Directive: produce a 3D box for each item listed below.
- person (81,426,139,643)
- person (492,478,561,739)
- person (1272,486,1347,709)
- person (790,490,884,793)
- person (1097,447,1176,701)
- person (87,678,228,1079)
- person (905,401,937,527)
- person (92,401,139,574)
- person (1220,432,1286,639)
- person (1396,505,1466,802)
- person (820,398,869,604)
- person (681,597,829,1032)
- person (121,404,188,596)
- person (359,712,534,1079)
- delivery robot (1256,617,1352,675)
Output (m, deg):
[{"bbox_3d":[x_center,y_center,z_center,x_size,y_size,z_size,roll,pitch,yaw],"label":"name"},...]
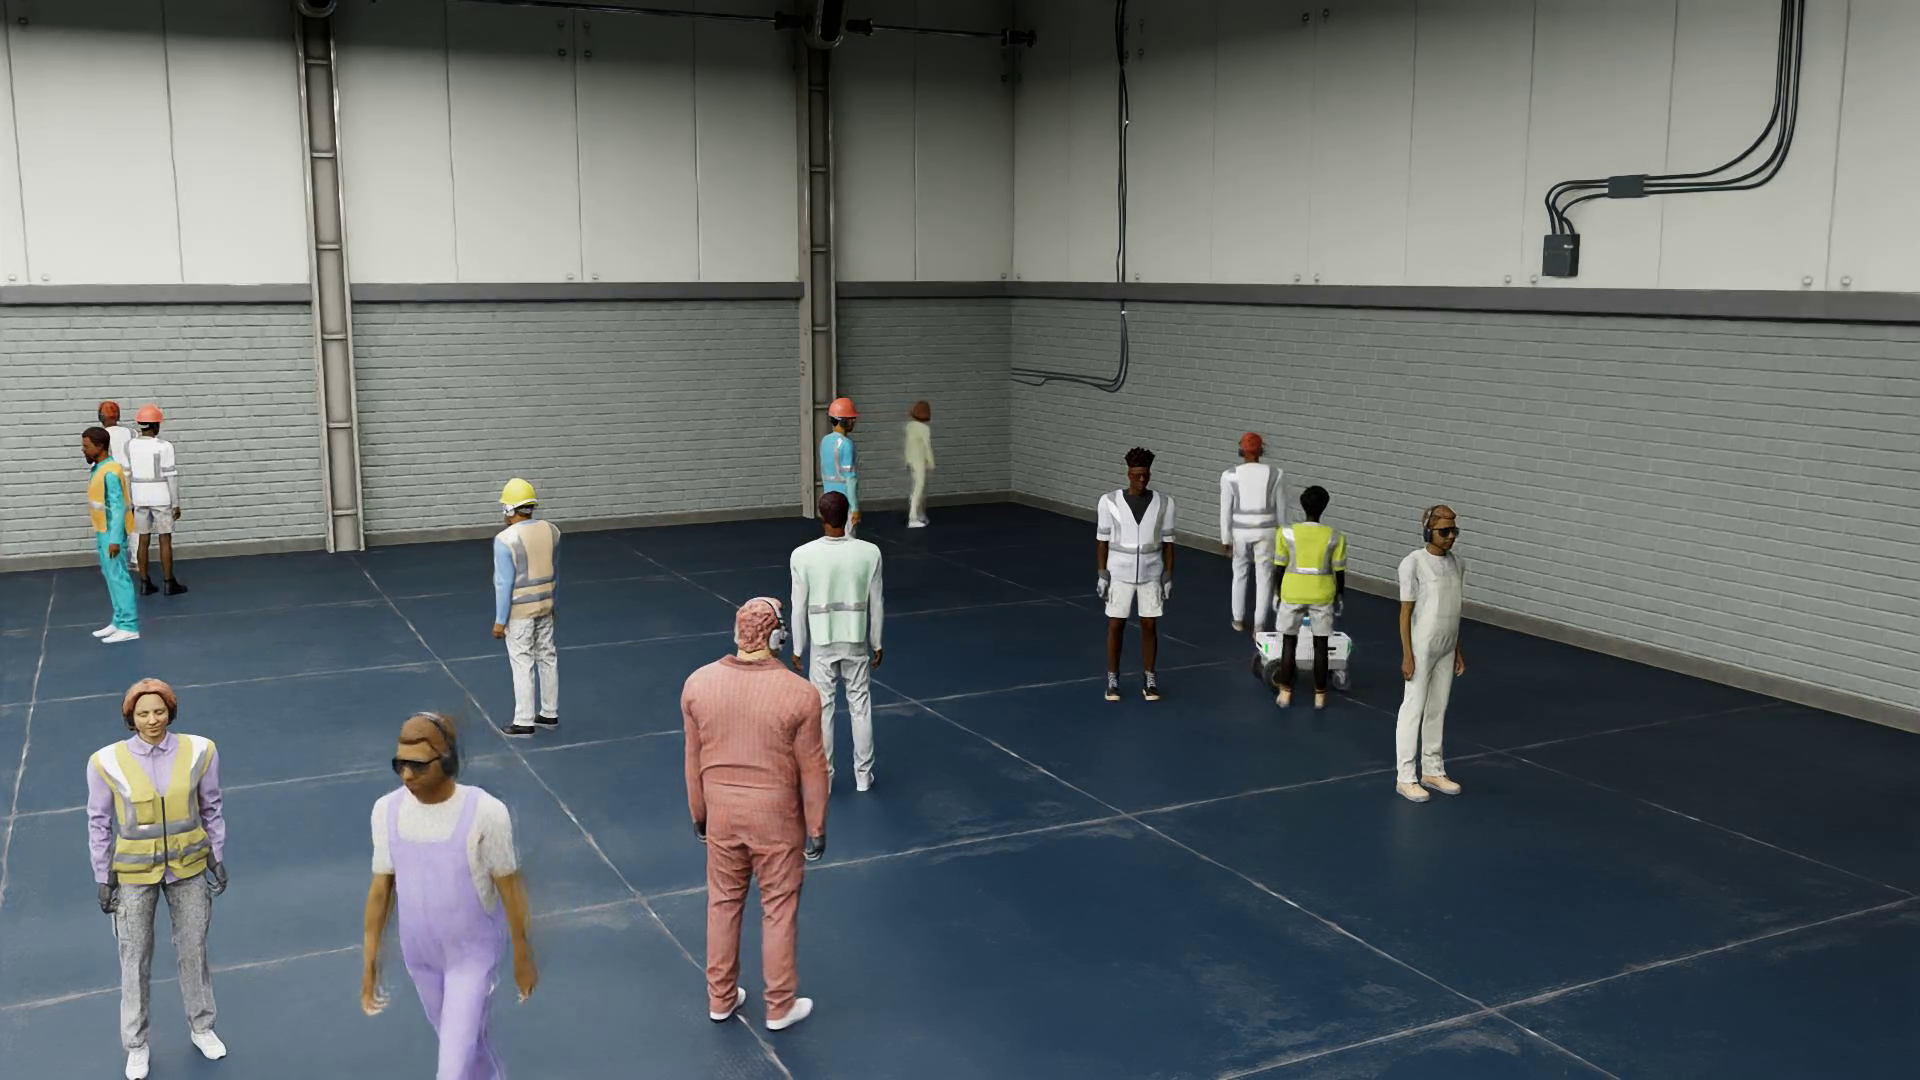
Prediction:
[{"bbox_3d":[-7.527,-0.056,14.757,0.372,1.914,0.597,-7,11,-36],"label":"person"},{"bbox_3d":[-3.067,0.478,11.717,0.404,1.835,0.586,5,11,29],"label":"person"},{"bbox_3d":[2.601,0.434,12.443,0.554,1.691,0.324,1,9,8],"label":"person"},{"bbox_3d":[-0.765,0.646,10.433,0.588,1.917,0.392,-2,9,-12],"label":"person"},{"bbox_3d":[1.344,0.259,12.699,0.605,1.959,0.367,0,9,-1],"label":"person"},{"bbox_3d":[-3.281,1.368,6.830,0.514,1.641,0.307,-7,12,-37],"label":"person"},{"bbox_3d":[-0.460,-0.967,21.282,0.536,1.613,0.535,-5,11,-30],"label":"person"},{"bbox_3d":[-9.125,-0.563,17.984,0.354,1.883,0.573,4,10,25],"label":"person"},{"bbox_3d":[2.618,-0.047,14.894,0.580,1.857,0.828,2,9,11],"label":"person"},{"bbox_3d":[2.943,0.694,10.355,0.508,1.846,0.345,-6,11,-31],"label":"person"},{"bbox_3d":[-1.144,-0.373,16.321,0.372,2.044,0.608,-5,11,-30],"label":"person"},{"bbox_3d":[-0.867,1.184,7.197,0.654,1.894,0.401,3,10,15],"label":"person"},{"bbox_3d":[-8.145,-0.400,16.809,0.549,1.936,0.377,1,9,5],"label":"person"},{"bbox_3d":[-1.802,1.464,5.776,0.537,1.787,0.991,2,10,14],"label":"person"},{"bbox_3d":[2.701,0.849,13.077,0.707,0.478,0.477,-1,9,-3],"label":"delivery robot"}]
